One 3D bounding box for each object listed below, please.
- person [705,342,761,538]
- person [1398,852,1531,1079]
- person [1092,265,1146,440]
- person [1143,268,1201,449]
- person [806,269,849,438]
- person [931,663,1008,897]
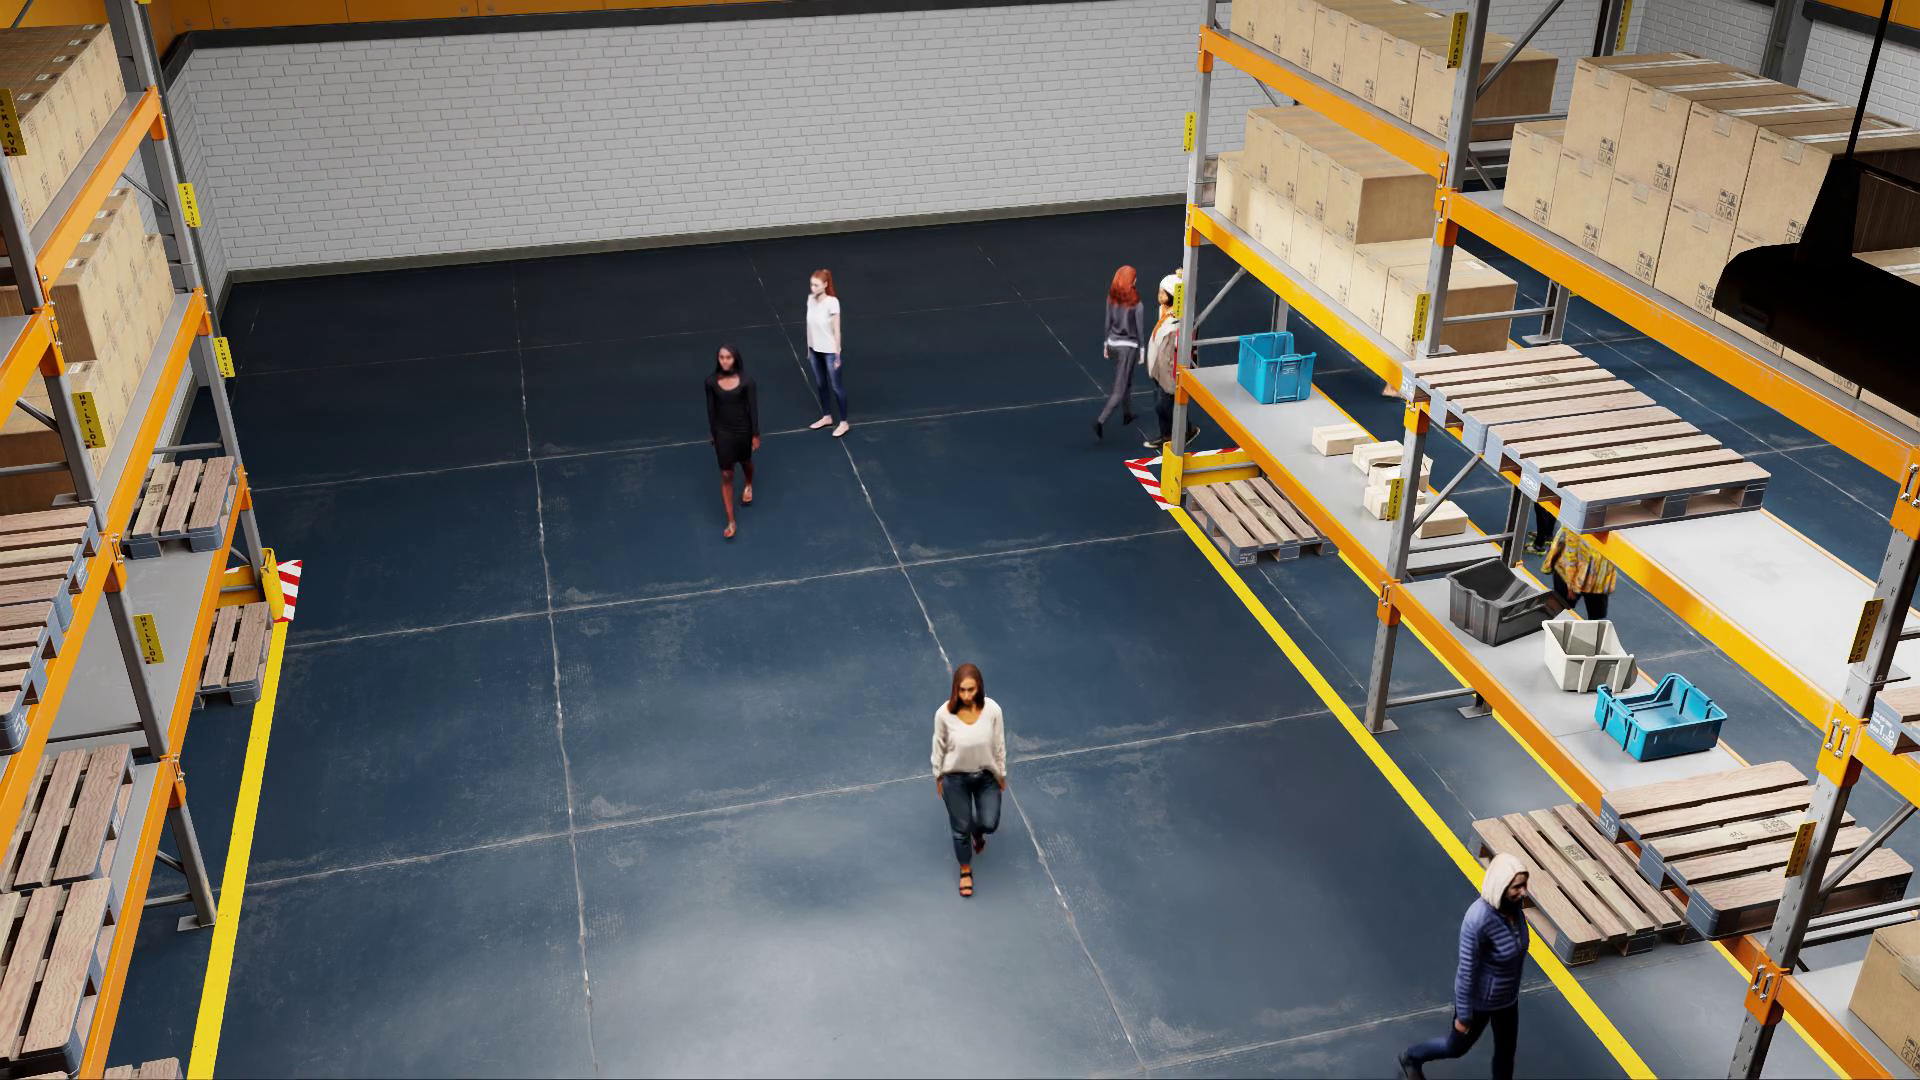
[{"bbox_3d":[-2.005,-0.969,14.935,0.851,1.676,1.243,1,29,1],"label":"person"},{"bbox_3d":[2.716,2.352,8.805,0.939,1.716,1.139,-21,35,-34],"label":"person"},{"bbox_3d":[1.557,-1.820,16.419,1.104,1.748,1.059,22,35,34],"label":"person"},{"bbox_3d":[2.142,-1.729,16.110,0.793,1.885,0.733,-6,29,-11],"label":"person"},{"bbox_3d":[-1.325,-1.875,16.539,0.652,1.730,0.732,22,35,34],"label":"person"},{"bbox_3d":[0.066,1.450,10.505,0.700,1.672,0.769,-2,29,-3],"label":"person"}]
